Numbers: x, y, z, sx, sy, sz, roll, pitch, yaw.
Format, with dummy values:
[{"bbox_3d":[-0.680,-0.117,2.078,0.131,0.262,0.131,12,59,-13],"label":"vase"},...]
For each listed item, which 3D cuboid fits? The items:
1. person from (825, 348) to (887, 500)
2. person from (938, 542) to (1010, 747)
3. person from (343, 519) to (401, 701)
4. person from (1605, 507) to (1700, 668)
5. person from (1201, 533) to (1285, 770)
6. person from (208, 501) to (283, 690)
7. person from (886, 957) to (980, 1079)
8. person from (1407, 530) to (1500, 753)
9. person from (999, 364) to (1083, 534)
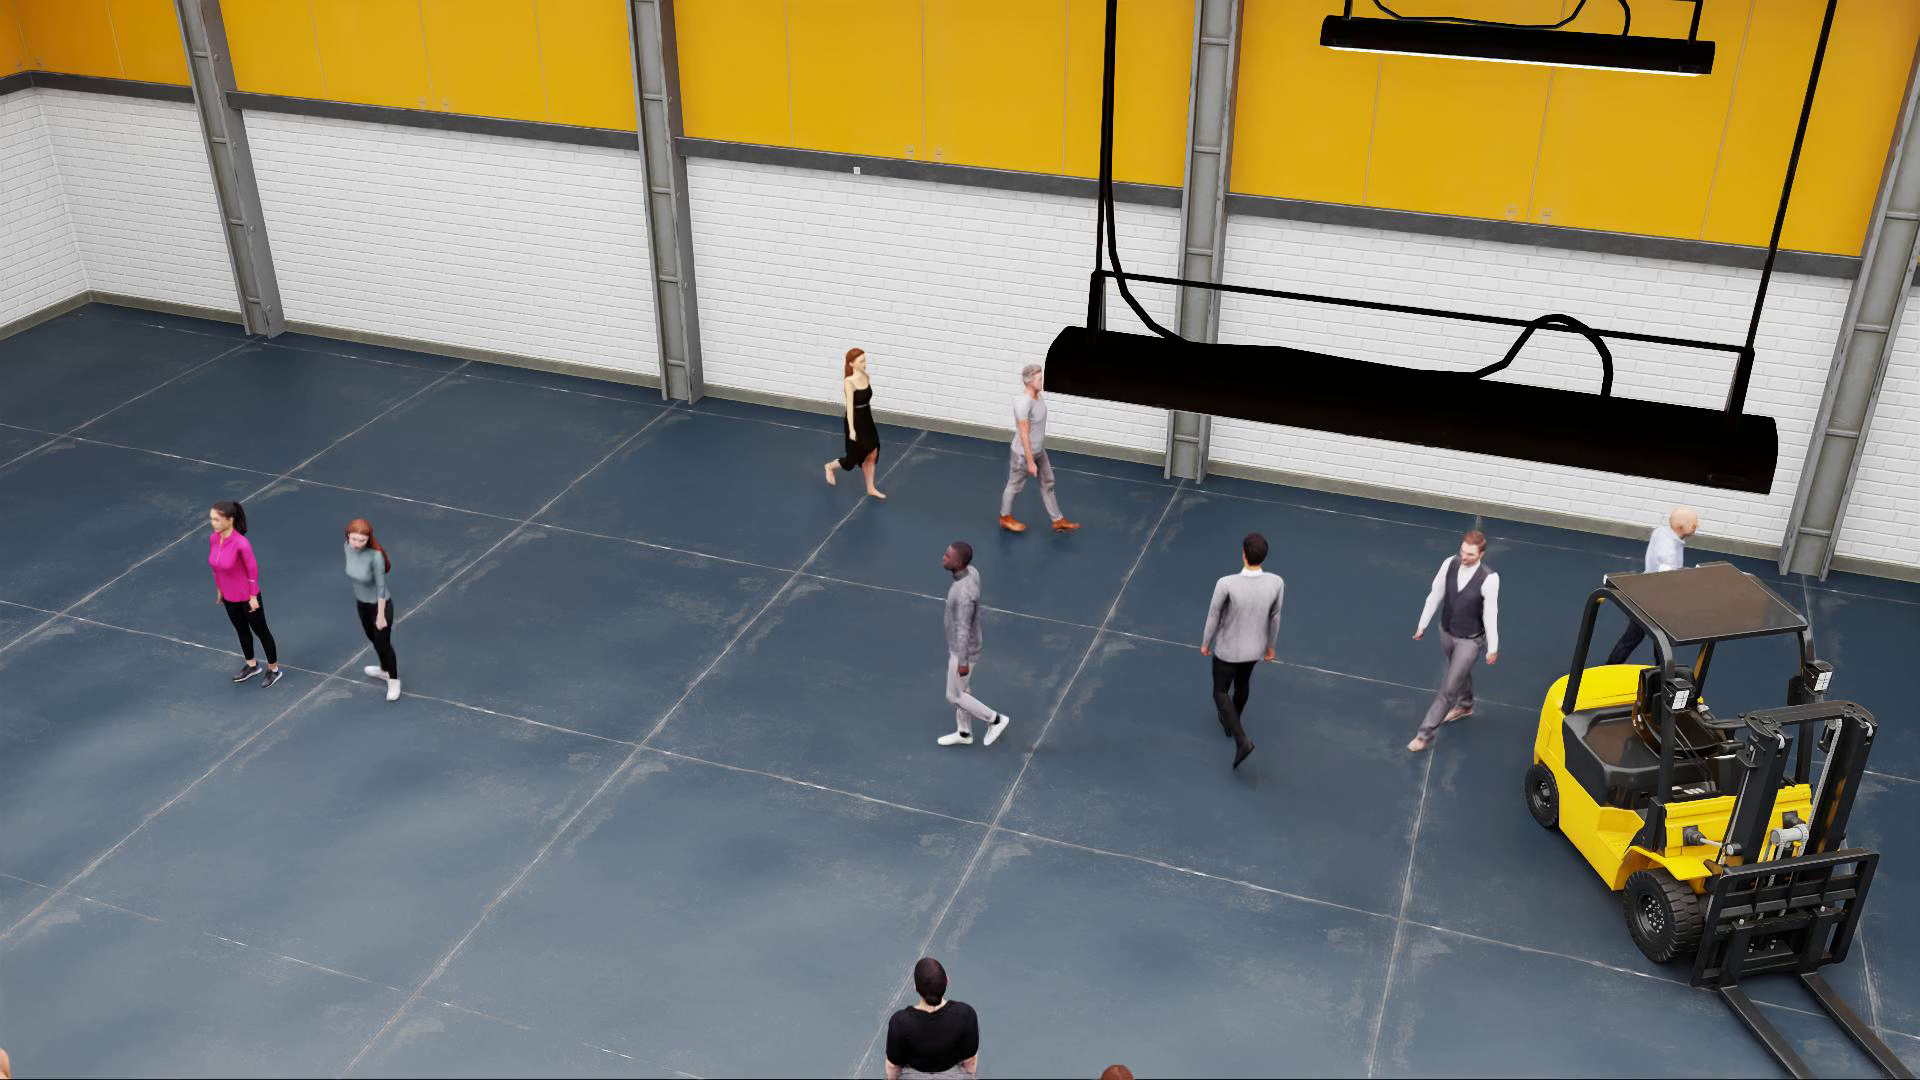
[{"bbox_3d":[-1.096,-1.186,16.903,0.986,1.606,0.735,19,34,30],"label":"person"},{"bbox_3d":[0.125,0.843,12.956,0.933,1.824,0.869,-1,29,-2],"label":"person"},{"bbox_3d":[-4.823,0.523,13.657,0.888,1.716,0.626,-24,37,-37],"label":"person"},{"bbox_3d":[5.599,0.510,13.636,1.012,1.757,0.678,9,30,16],"label":"person"},{"bbox_3d":[2.185,0.858,12.843,1.182,1.906,1.179,-7,29,-13],"label":"person"},{"bbox_3d":[-5.970,0.439,13.829,0.514,1.698,0.650,12,31,21],"label":"person"},{"bbox_3d":[-0.125,3.053,8.998,1.093,1.734,1.052,-6,29,-11],"label":"person"},{"bbox_3d":[4.012,0.726,13.098,1.260,1.894,1.275,-17,33,-28],"label":"person"},{"bbox_3d":[0.567,-0.868,16.126,1.061,1.793,0.726,11,31,20],"label":"person"}]
